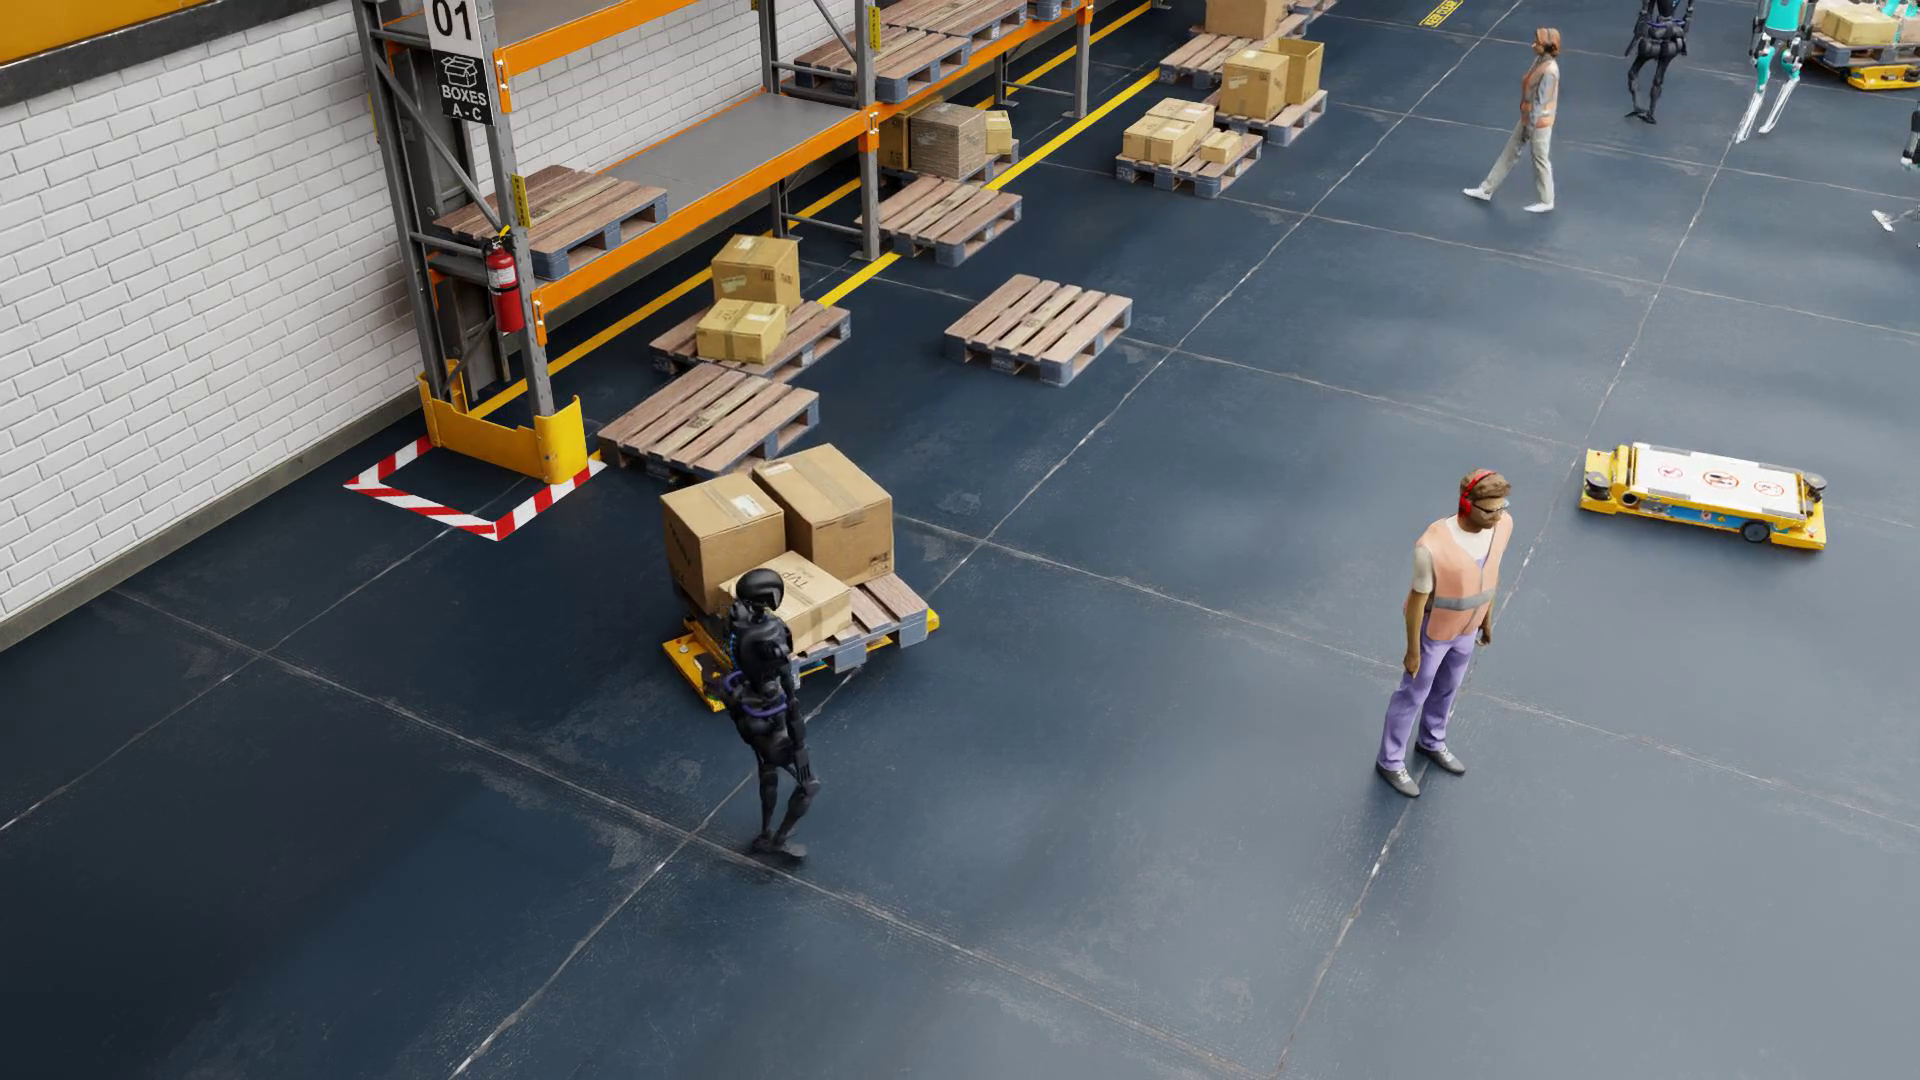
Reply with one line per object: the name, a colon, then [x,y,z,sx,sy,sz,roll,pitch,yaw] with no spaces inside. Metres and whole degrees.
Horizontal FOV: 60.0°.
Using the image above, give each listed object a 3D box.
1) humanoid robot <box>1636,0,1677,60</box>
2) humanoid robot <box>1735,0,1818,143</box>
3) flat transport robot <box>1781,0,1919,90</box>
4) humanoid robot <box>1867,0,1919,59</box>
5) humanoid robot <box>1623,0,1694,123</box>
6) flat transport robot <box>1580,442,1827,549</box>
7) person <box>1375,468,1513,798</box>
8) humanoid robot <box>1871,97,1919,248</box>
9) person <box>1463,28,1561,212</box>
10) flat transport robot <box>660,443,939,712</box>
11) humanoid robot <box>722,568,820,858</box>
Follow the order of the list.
humanoid robot: [7.653,-6.051,18.034,0.612,1.645,0.359,17,37,24]
humanoid robot: [7.867,-4.680,15.920,0.545,1.796,0.836,25,41,33]
flat transport robot: [9.675,-5.183,17.989,0.659,0.231,1.431,-5,34,-7]
humanoid robot: [9.804,-5.643,17.388,0.752,1.813,0.553,-25,41,-33]
humanoid robot: [6.887,-4.945,16.350,0.609,1.645,0.337,-5,34,-7]
flat transport robot: [4.734,-0.301,10.604,1.431,0.231,0.659,12,35,17]
person: [2.350,0.427,8.087,0.559,1.836,0.389,-19,38,-26]
humanoid robot: [8.081,-3.141,13.592,0.561,1.742,1.040,-11,35,-16]
person: [4.915,-3.636,14.441,0.782,1.596,0.535,4,34,5]
flat transport robot: [-0.892,0.501,9.390,1.431,0.231,0.659,-20,38,-27]
humanoid robot: [-0.892,0.795,7.668,0.334,1.652,0.612,-21,39,-29]
